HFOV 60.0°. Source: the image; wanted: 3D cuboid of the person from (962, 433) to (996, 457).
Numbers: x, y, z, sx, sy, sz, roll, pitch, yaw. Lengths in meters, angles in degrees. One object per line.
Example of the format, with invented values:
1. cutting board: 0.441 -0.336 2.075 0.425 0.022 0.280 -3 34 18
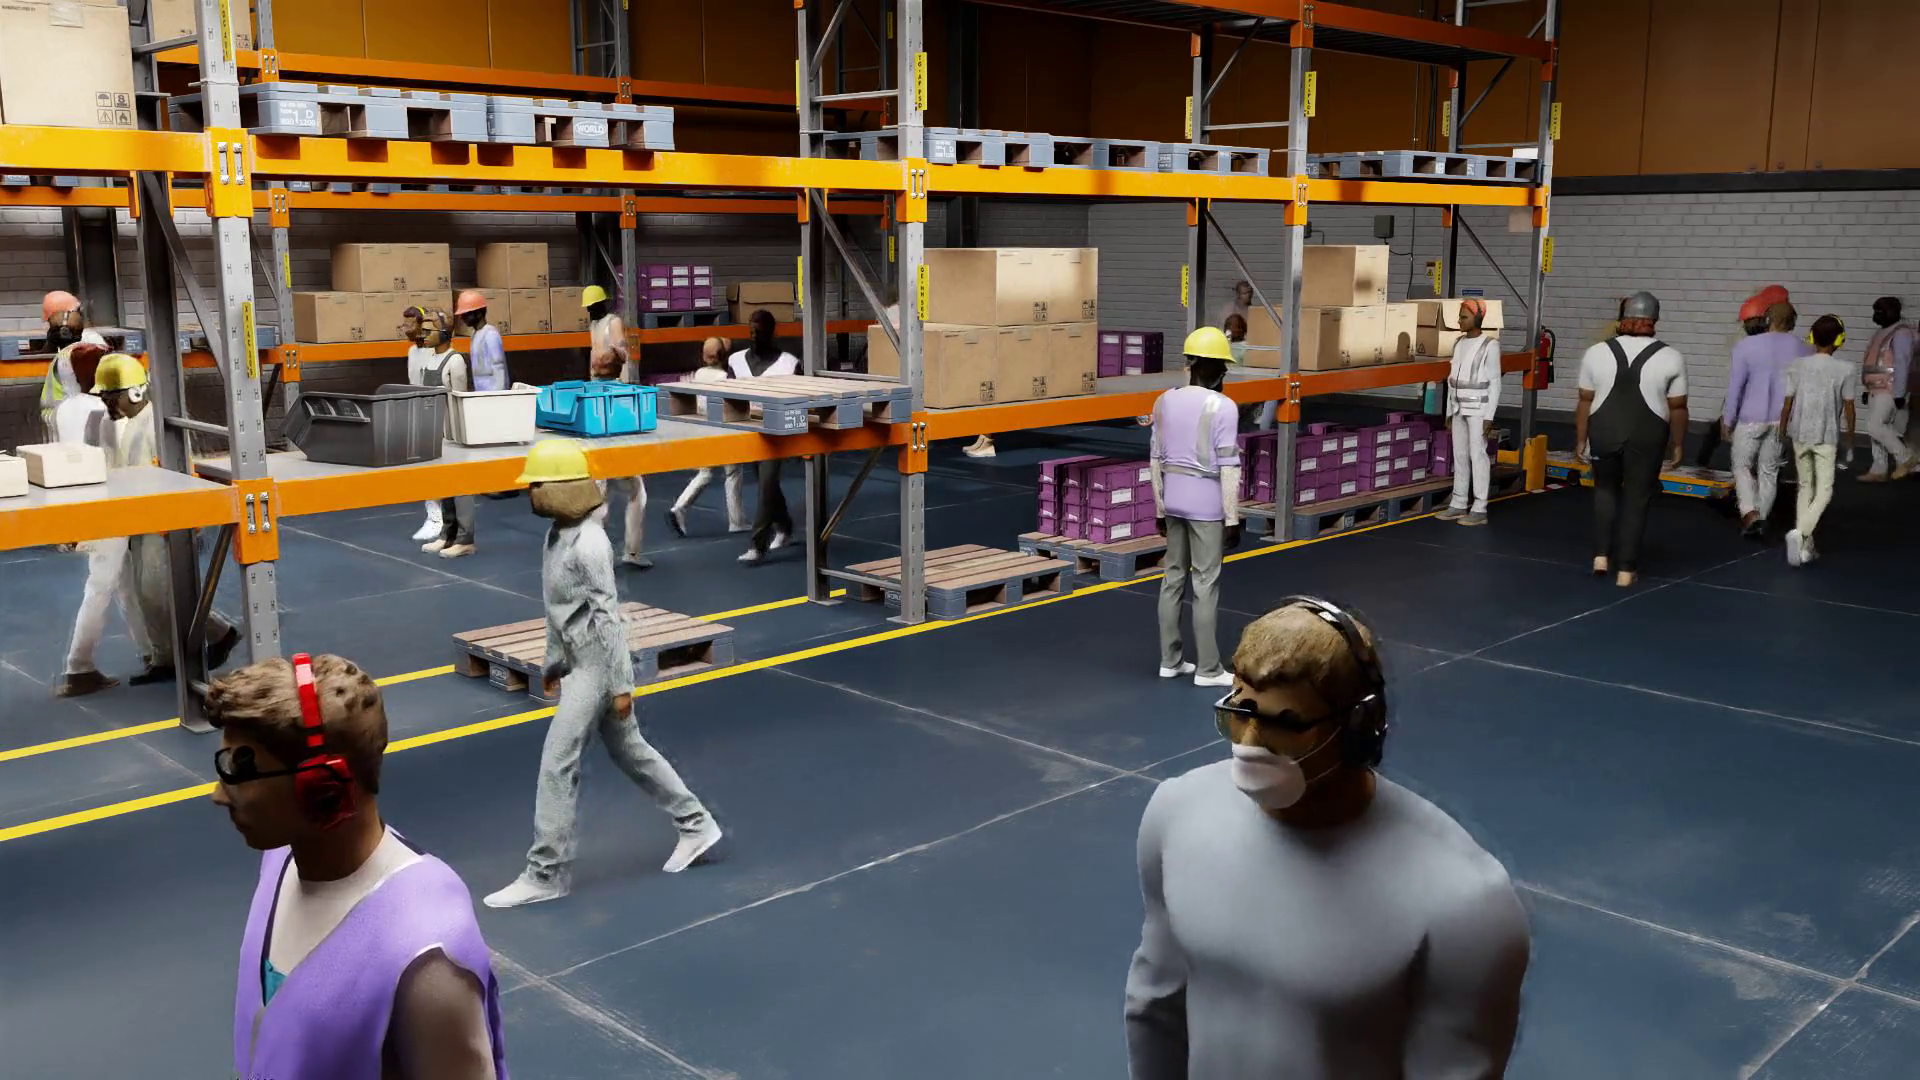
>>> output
1. person: 0.208 -1.926 18.143 0.379 2.040 0.615 -1 10 -7

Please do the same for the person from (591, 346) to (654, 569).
1. person: -2.476 -0.580 11.965 0.519 1.618 0.556 7 13 35

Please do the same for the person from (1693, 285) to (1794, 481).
1. person: 7.623 -1.505 16.159 0.661 1.944 0.951 -6 12 -30

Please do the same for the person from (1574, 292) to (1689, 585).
1. person: 4.702 -0.727 11.608 0.711 2.000 0.724 6 12 31

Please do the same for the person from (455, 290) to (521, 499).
1. person: -4.339 -1.323 15.227 0.478 1.911 0.583 -6 12 -28

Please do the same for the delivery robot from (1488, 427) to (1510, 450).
1. delivery robot: 5.313 -1.064 17.247 0.707 0.478 0.477 9 13 39

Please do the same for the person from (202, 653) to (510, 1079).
1. person: -0.842 1.052 2.450 0.374 1.840 0.569 -9 14 -41

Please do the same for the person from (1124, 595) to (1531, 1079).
1. person: 0.553 1.002 2.541 0.632 1.920 0.625 9 14 42

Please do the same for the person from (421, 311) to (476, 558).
1. person: -3.861 -0.791 12.491 0.345 1.846 0.506 -9 14 -41

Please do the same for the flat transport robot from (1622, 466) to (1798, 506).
1. flat transport robot: 6.834 -0.504 15.220 0.652 0.197 1.431 -7 12 -33

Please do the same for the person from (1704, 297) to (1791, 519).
1. person: 6.774 -1.121 14.206 1.013 1.870 0.563 -4 11 -20

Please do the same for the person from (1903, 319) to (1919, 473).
1. person: 9.815 -1.506 16.948 0.309 1.641 0.512 5 11 24

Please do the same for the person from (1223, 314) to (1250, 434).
1. person: 2.864 -1.523 17.117 0.686 1.609 0.508 -6 12 -29

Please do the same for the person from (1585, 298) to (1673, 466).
1. person: 6.641 -1.491 16.439 0.948 1.791 0.636 3 11 14

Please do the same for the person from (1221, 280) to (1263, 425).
1. person: 3.549 -2.397 21.274 0.633 1.851 1.046 -8 13 -36

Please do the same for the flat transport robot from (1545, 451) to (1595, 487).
1. flat transport robot: 6.006 -0.716 16.378 0.652 0.197 1.431 -6 12 -29

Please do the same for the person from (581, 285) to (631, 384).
1. person: -3.664 -1.694 17.269 0.476 1.894 0.624 -8 13 -37

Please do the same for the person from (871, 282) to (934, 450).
1. person: -0.709 -1.902 18.394 0.899 1.914 0.637 -5 12 -26

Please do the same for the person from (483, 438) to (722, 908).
1. person: -1.296 0.458 6.081 0.884 1.699 0.494 -5 11 -24

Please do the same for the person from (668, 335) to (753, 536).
1. person: -1.993 -0.824 13.288 0.719 1.613 0.522 -10 14 -44

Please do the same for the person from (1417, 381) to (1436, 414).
1. person: 4.807 -1.502 16.618 0.530 1.760 0.340 -2 11 -8

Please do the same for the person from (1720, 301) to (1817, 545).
1. person: 6.252 -0.885 12.864 0.678 1.902 0.575 2 11 10

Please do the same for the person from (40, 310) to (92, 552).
1. person: -6.777 -0.832 12.729 0.429 1.844 0.627 -3 11 -18

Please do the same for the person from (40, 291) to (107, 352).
1. person: -6.955 -0.992 13.270 1.051 1.966 0.621 1 10 4

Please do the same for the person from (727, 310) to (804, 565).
1. person: -1.440 -0.783 12.408 0.589 1.867 1.033 5 11 24

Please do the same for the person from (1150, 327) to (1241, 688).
1. person: 1.273 -0.170 8.904 0.383 1.919 0.587 -8 13 -38

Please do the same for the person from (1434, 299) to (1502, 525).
1. person: 4.259 -1.065 13.879 0.337 1.882 0.584 -4 11 -20

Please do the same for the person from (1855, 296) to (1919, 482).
1. person: 9.014 -1.450 16.172 0.471 1.824 0.636 2 11 12

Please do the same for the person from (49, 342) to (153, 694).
1. person: -4.559 -0.135 8.946 0.586 1.869 0.740 7 12 33

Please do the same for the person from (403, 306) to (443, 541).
1. person: -4.288 -0.926 13.238 0.618 1.849 0.538 -8 13 -39

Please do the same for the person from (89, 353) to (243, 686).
1. person: -4.288 -0.105 8.892 0.562 1.803 0.599 -10 14 -44

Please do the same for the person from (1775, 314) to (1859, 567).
1. person: 6.175 -0.704 12.038 0.513 1.849 0.748 10 14 43

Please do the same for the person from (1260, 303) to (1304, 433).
1. person: 3.153 -1.466 16.435 0.797 1.731 0.544 -6 12 -31
